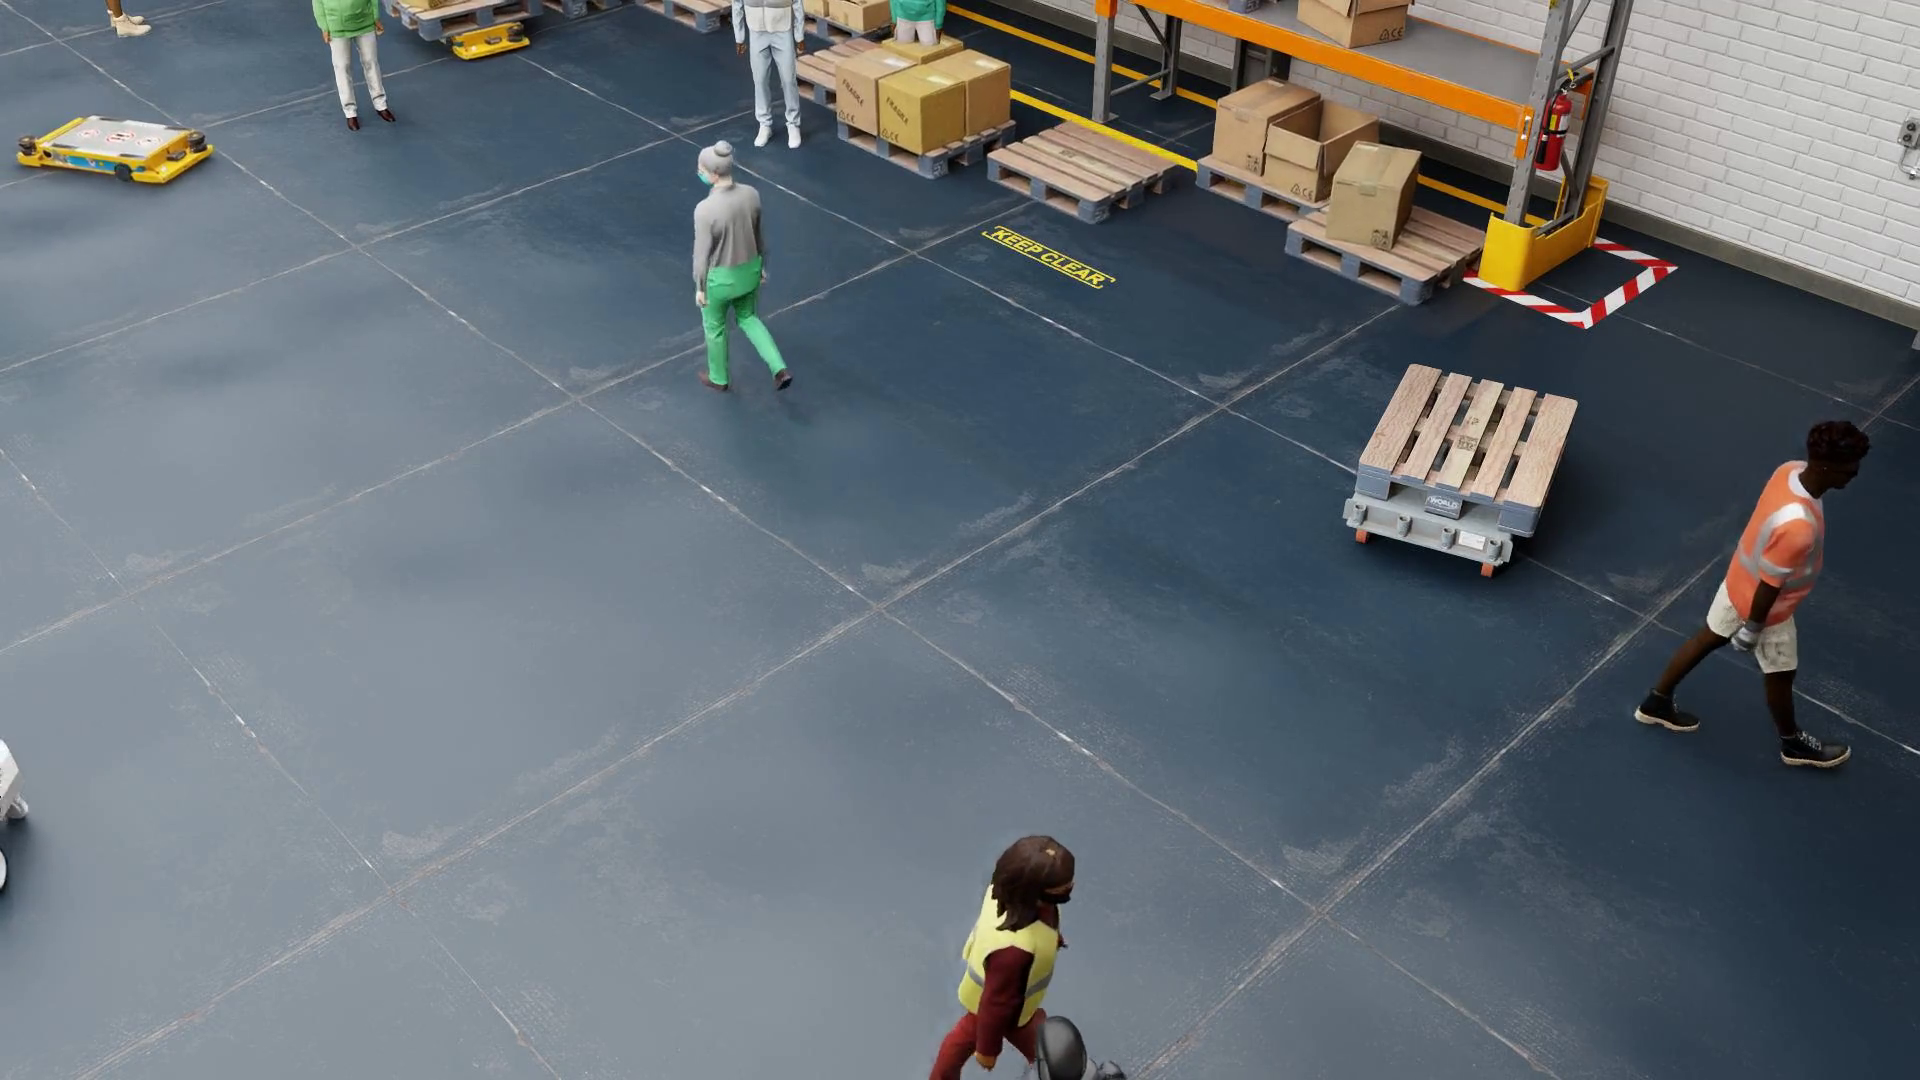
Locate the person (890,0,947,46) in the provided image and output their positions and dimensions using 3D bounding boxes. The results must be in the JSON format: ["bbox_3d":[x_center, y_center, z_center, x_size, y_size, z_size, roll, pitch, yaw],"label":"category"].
[{"bbox_3d":[-0.351,-4.437,14.104,0.496,1.843,0.404,10,38,13],"label":"person"}]

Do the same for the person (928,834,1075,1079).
[{"bbox_3d":[0.268,1.652,6.140,0.933,1.713,0.582,4,37,5],"label":"person"}]

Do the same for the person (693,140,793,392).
[{"bbox_3d":[-1.442,-1.696,10.485,0.687,1.822,0.548,31,47,34],"label":"person"}]

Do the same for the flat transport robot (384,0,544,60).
[{"bbox_3d":[-4.807,-5.022,16.182,0.659,0.231,1.431,-25,44,-29],"label":"flat transport robot"}]

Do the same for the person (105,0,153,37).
[{"bbox_3d":[-8.176,-5.830,15.782,0.369,2.045,0.604,-20,42,-25],"label":"person"}]

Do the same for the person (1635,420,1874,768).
[{"bbox_3d":[3.887,0.250,7.831,0.997,1.910,0.622,10,38,13],"label":"person"}]

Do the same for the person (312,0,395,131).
[{"bbox_3d":[-5.173,-4.391,14.091,0.537,1.784,0.387,-21,42,-26],"label":"person"}]

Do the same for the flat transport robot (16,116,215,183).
[{"bbox_3d":[-7.036,-3.257,13.844,1.431,0.231,0.659,10,38,13],"label":"flat transport robot"}]

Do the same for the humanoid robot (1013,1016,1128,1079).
[{"bbox_3d":[0.303,2.157,5.519,0.612,1.636,0.642,-13,39,-16],"label":"humanoid robot"}]

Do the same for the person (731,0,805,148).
[{"bbox_3d":[-1.573,-4.191,13.727,0.595,1.908,0.408,1,37,1],"label":"person"}]

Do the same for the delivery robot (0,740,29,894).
[{"bbox_3d":[-4.616,1.272,7.599,0.516,0.578,0.736,-1,37,-1],"label":"delivery robot"}]
